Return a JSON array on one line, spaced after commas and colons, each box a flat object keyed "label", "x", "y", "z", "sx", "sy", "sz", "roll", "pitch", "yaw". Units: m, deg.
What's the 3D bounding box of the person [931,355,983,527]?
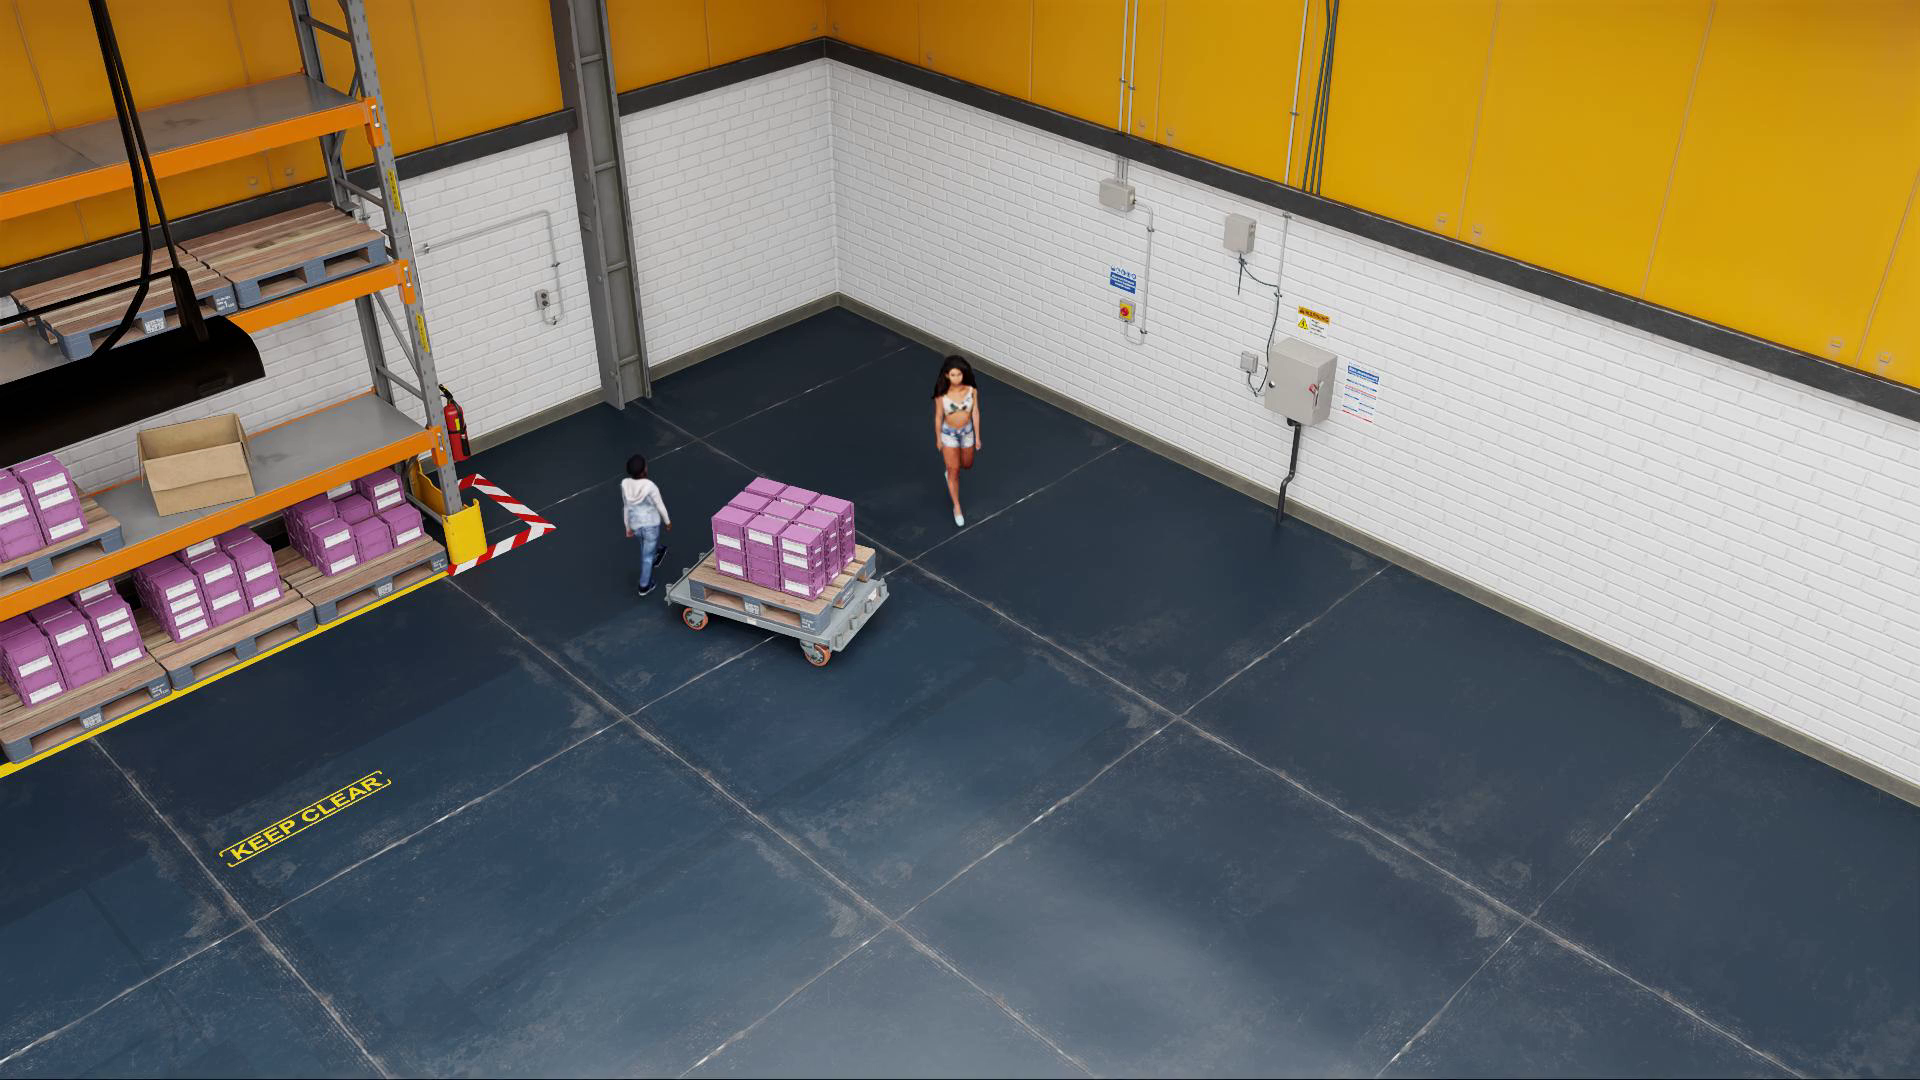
[{"label": "person", "x": -0.033, "y": -0.942, "z": 14.789, "sx": 0.954, "sy": 1.607, "sz": 0.896, "roll": -9, "pitch": 35, "yaw": -13}]

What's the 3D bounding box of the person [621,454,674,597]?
[{"label": "person", "x": -2.659, "y": -0.102, "z": 13.865, "sx": 0.687, "sy": 1.231, "sz": 0.892, "roll": 13, "pitch": 36, "yaw": 18}]
